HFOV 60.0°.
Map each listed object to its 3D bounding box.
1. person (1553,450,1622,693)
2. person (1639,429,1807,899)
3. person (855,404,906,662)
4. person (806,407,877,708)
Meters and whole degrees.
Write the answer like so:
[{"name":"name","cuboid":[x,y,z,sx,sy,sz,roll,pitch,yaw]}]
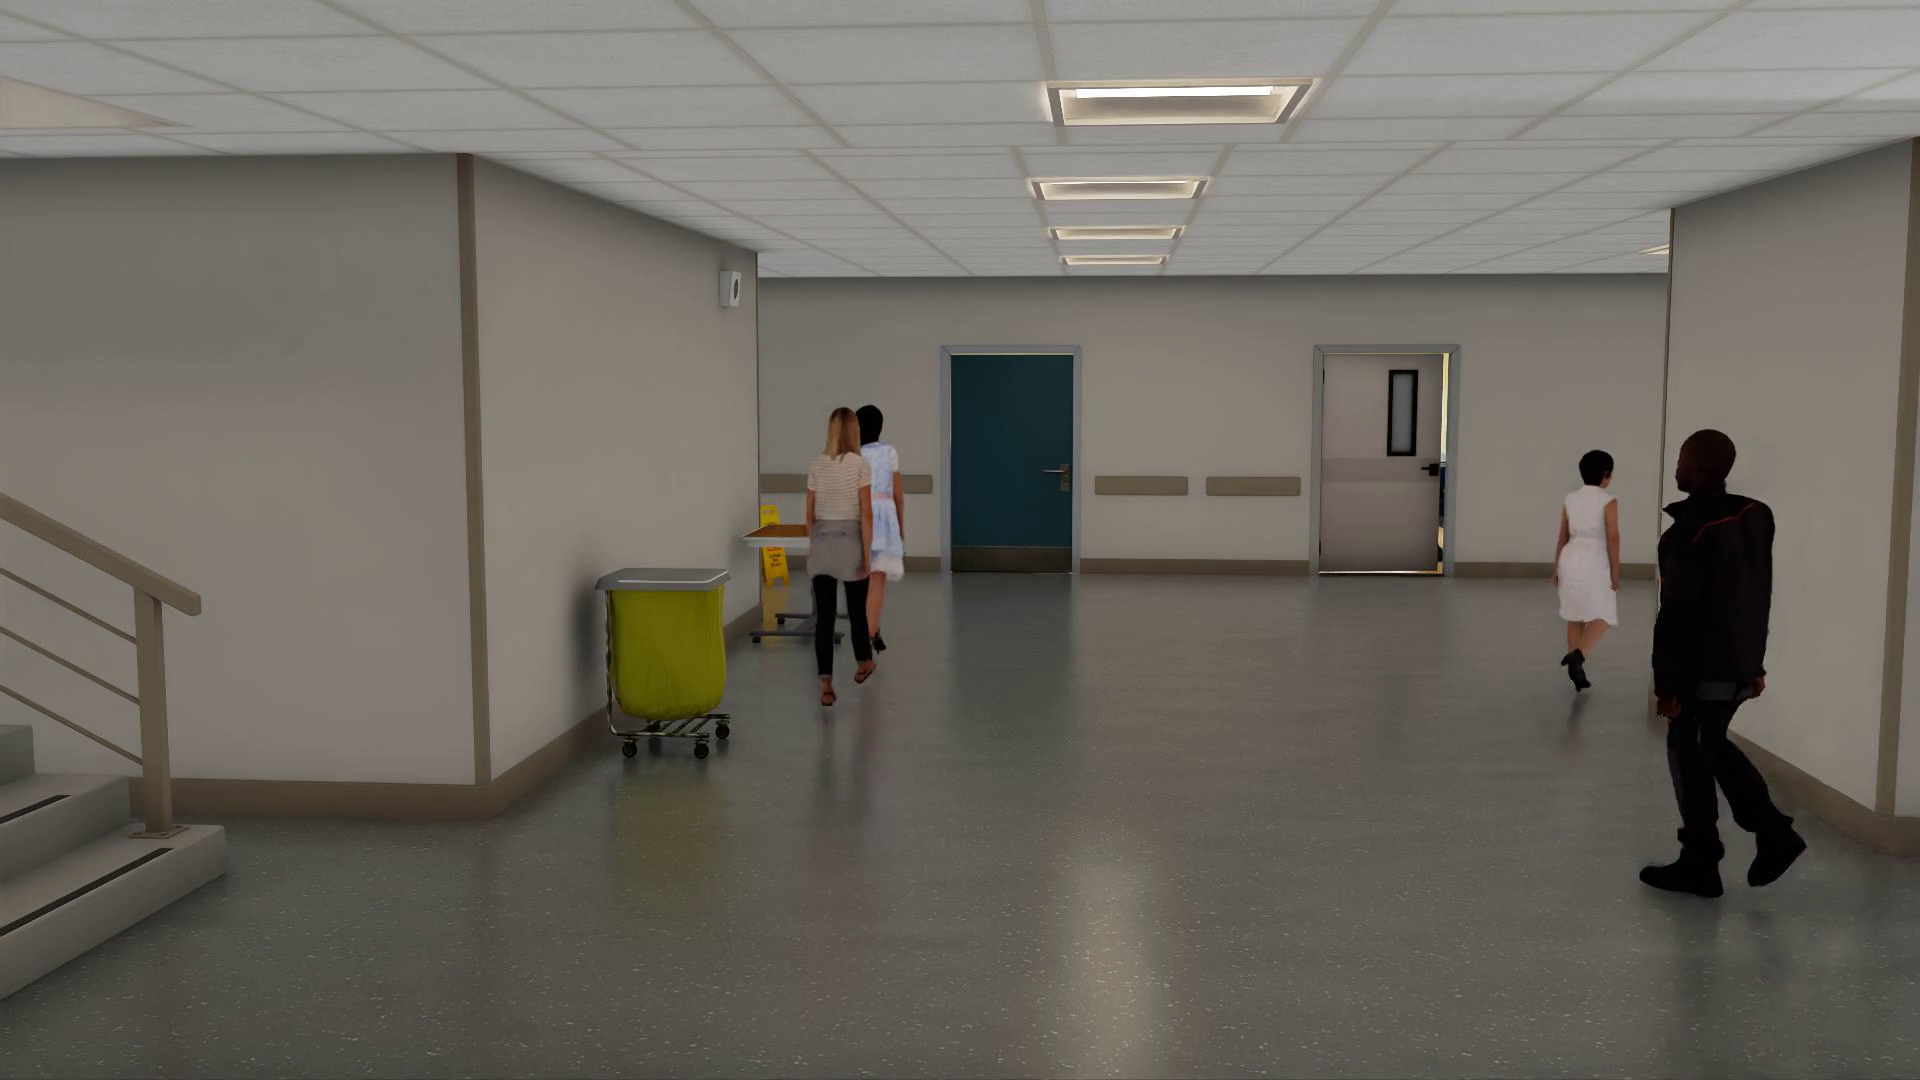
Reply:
[{"name":"person","cuboid":[3.920,0.214,10.458,0.892,1.535,0.845,-5,7,-40]},{"name":"person","cuboid":[2.959,0.487,6.343,0.946,1.815,0.995,-3,7,-31]},{"name":"person","cuboid":[-0.594,0.014,11.287,1.160,1.767,0.746,1,6,8]},{"name":"person","cuboid":[-0.758,0.142,10.011,1.120,1.768,0.690,1,6,7]}]
